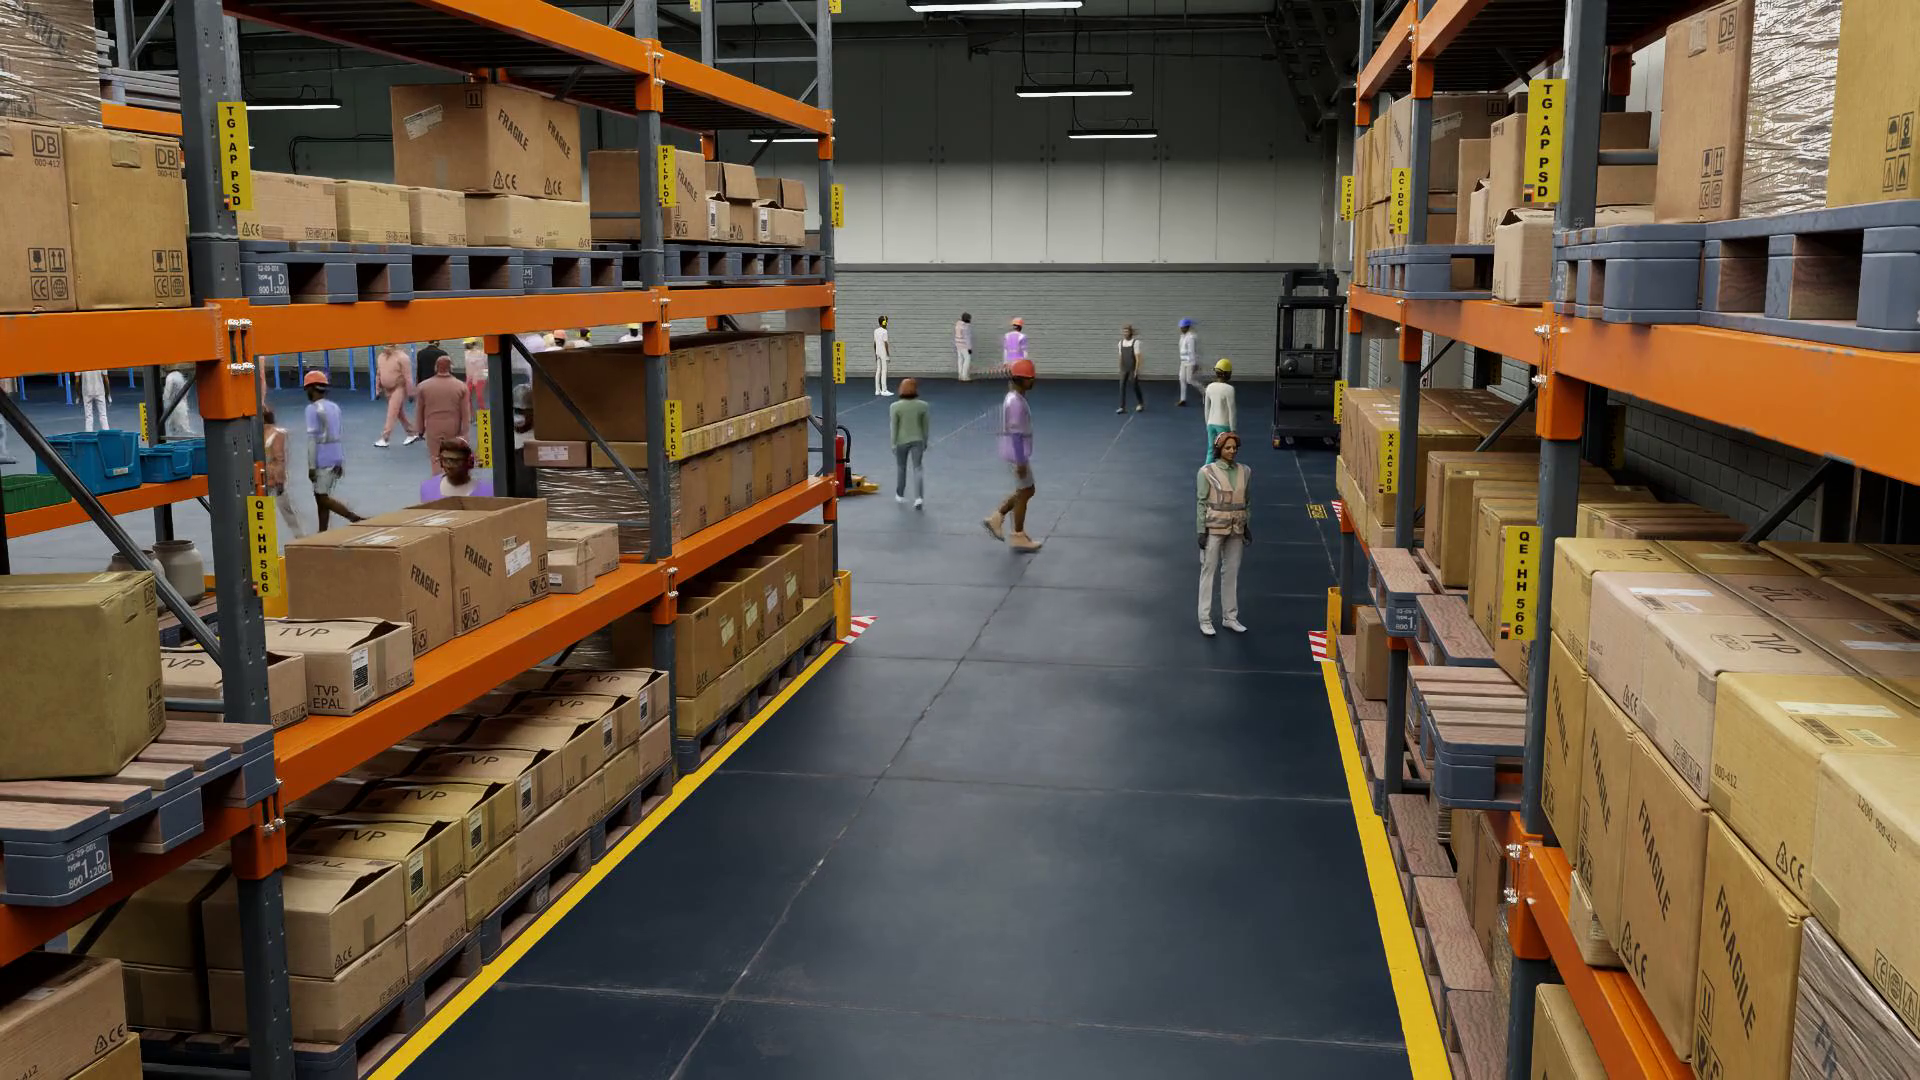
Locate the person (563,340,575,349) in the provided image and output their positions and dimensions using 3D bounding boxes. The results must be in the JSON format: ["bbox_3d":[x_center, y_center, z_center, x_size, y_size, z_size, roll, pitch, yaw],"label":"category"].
[{"bbox_3d":[-7.260,-2.898,30.945,0.536,1.629,0.396,0,9,2],"label":"person"}]

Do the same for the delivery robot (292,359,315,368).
[{"bbox_3d":[-17.685,-4.763,44.805,0.335,0.223,0.698,3,10,17],"label":"delivery robot"}]

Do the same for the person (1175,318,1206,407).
[{"bbox_3d":[4.998,-3.834,35.851,0.702,1.925,0.608,-3,10,-17],"label":"person"}]

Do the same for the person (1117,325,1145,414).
[{"bbox_3d":[3.523,-3.536,34.338,0.511,1.820,0.822,5,11,30],"label":"person"}]

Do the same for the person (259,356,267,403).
[{"bbox_3d":[-11.219,-2.301,26.226,0.619,1.969,0.764,-1,9,-5],"label":"person"}]

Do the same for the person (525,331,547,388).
[{"bbox_3d":[-8.382,-3.408,33.356,0.637,1.875,0.644,9,13,43],"label":"person"}]

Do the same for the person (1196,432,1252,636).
[{"bbox_3d":[2.124,-0.058,13.409,0.523,1.640,0.306,-5,10,-27],"label":"person"}]

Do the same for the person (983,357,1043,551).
[{"bbox_3d":[0.577,-0.895,17.382,0.526,2.023,0.626,0,9,1],"label":"person"}]

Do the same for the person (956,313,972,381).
[{"bbox_3d":[0.113,-5.119,44.147,0.432,1.811,0.670,-5,10,-27],"label":"person"}]

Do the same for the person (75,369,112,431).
[{"bbox_3d":[-13.774,-2.285,26.430,0.521,1.874,0.328,-4,10,-24],"label":"person"}]

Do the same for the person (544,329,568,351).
[{"bbox_3d":[-7.151,-2.799,29.508,0.556,1.912,0.855,2,9,10],"label":"person"}]

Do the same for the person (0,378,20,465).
[{"bbox_3d":[-14.345,-1.941,24.777,0.540,1.703,0.744,6,11,33],"label":"person"}]

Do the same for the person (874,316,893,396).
[{"bbox_3d":[-1.814,-4.338,39.117,0.329,1.865,0.510,-7,12,-39],"label":"person"}]

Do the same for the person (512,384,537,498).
[{"bbox_3d":[-3.515,-0.256,13.527,0.692,2.000,0.621,3,10,17],"label":"person"}]

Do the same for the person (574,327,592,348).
[{"bbox_3d":[-7.394,-3.270,32.688,0.525,1.809,0.949,6,11,34],"label":"person"}]

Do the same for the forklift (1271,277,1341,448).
[{"bbox_3d":[5.847,-3.016,27.970,1.129,2.768,1.873,1,9,9],"label":"forklift"}]

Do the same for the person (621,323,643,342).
[{"bbox_3d":[-6.809,-3.675,34.876,0.602,1.910,0.409,-7,12,-38],"label":"person"}]

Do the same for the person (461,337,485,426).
[{"bbox_3d":[-9.182,-3.007,31.304,0.520,1.730,0.614,6,11,32],"label":"person"}]

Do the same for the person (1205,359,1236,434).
[{"bbox_3d":[3.451,-1.502,21.925,0.325,1.767,0.533,-6,11,-34],"label":"person"}]

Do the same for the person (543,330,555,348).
[{"bbox_3d":[-8.478,-3.651,34.696,0.450,1.920,0.567,-9,13,-44],"label":"person"}]

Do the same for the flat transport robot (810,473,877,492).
[{"bbox_3d":[-1.846,-0.712,21.785,1.431,0.197,0.652,-8,12,-40],"label":"flat transport robot"}]

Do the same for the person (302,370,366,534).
[{"bbox_3d":[-6.551,-0.822,17.390,0.729,1.891,0.566,1,9,6],"label":"person"}]

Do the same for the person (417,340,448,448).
[{"bbox_3d":[-8.645,-2.509,27.428,0.622,1.994,0.381,4,10,22],"label":"person"}]

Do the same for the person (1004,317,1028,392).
[{"bbox_3d":[1.240,-3.887,36.153,0.571,1.921,0.402,5,11,29],"label":"person"}]

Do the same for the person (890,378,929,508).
[{"bbox_3d":[-0.620,-1.211,20.686,0.505,1.588,0.865,-2,9,-12],"label":"person"}]

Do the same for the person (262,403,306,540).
[{"bbox_3d":[-7.010,-0.607,16.922,0.528,1.599,0.844,4,10,22],"label":"person"}]

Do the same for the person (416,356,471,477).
[{"bbox_3d":[-6.476,-1.374,20.877,0.645,1.852,1.016,-3,10,-19],"label":"person"}]

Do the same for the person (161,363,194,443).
[{"bbox_3d":[-11.675,-1.907,24.620,0.899,1.694,0.505,-2,9,-11],"label":"person"}]

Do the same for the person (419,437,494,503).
[{"bbox_3d":[-3.324,0.220,11.069,0.578,1.833,0.446,2,9,10],"label":"person"}]

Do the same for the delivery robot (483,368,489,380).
[{"bbox_3d":[-11.854,-4.254,42.467,0.707,0.478,0.477,6,11,31],"label":"delivery robot"}]

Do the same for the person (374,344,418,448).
[{"bbox_3d":[-9.424,-2.477,27.745,0.664,1.854,1.008,5,11,30],"label":"person"}]

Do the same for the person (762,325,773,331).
[{"bbox_3d":[-3.822,-3.323,32.899,1.009,1.862,0.655,-7,12,-37],"label":"person"}]
